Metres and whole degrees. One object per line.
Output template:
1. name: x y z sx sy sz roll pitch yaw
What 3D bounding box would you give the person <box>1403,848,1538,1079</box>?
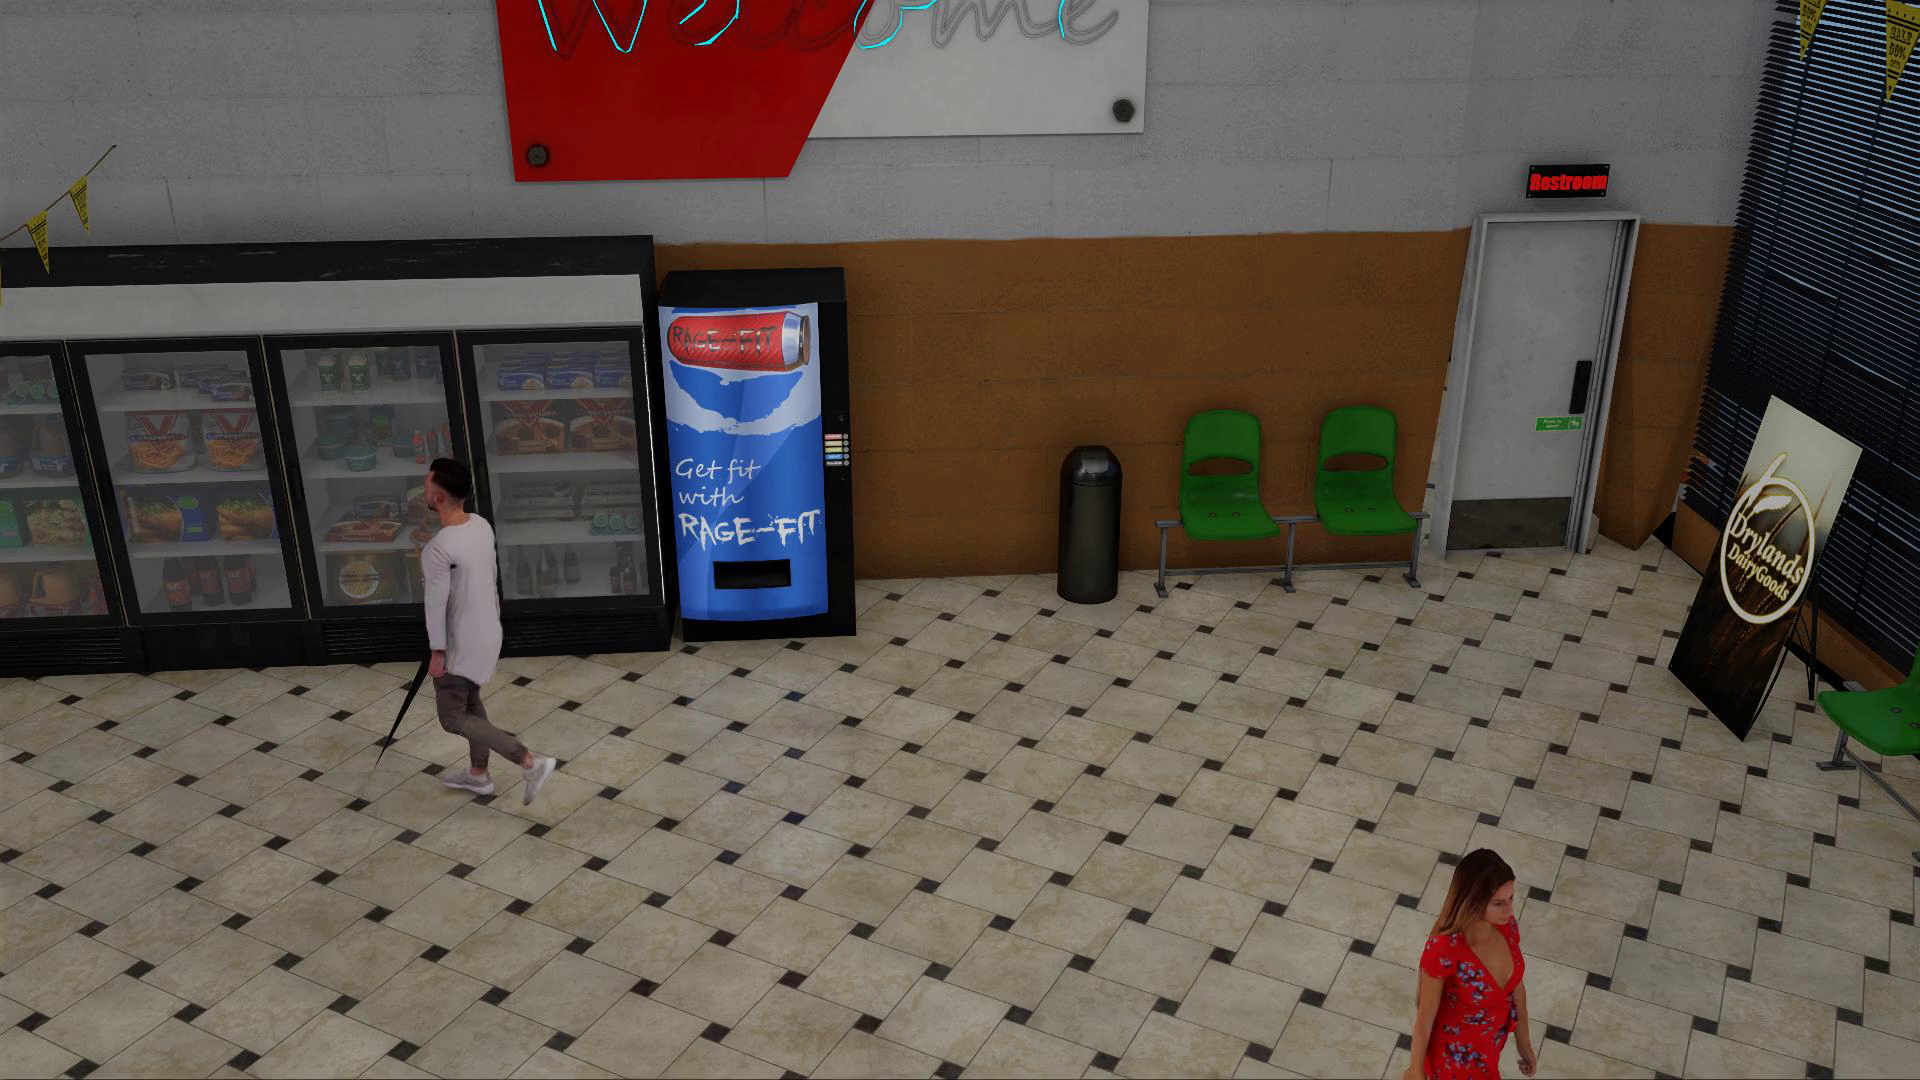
1. person: 1.626 1.693 5.630 0.948 1.548 1.131 -17 29 -34

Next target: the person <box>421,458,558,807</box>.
1. person: -2.322 0.492 8.034 0.902 1.820 0.972 5 24 12
